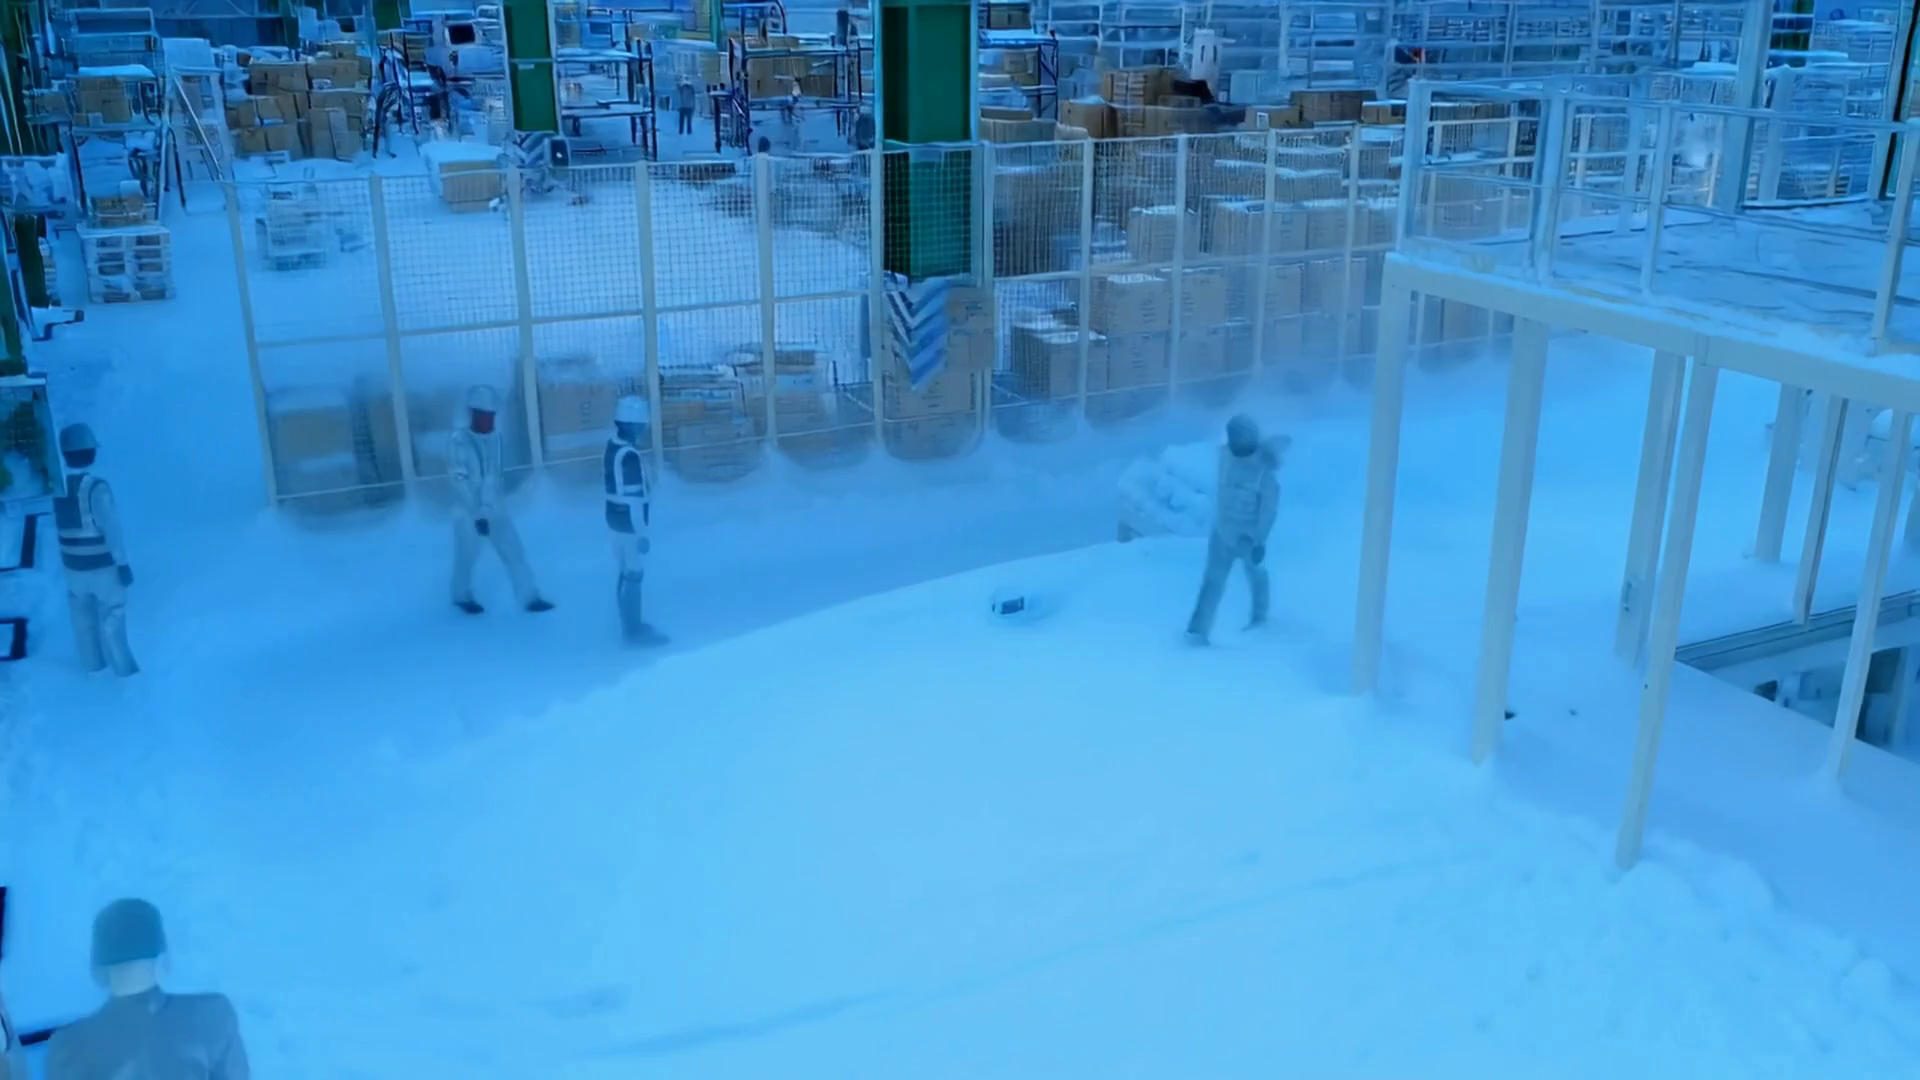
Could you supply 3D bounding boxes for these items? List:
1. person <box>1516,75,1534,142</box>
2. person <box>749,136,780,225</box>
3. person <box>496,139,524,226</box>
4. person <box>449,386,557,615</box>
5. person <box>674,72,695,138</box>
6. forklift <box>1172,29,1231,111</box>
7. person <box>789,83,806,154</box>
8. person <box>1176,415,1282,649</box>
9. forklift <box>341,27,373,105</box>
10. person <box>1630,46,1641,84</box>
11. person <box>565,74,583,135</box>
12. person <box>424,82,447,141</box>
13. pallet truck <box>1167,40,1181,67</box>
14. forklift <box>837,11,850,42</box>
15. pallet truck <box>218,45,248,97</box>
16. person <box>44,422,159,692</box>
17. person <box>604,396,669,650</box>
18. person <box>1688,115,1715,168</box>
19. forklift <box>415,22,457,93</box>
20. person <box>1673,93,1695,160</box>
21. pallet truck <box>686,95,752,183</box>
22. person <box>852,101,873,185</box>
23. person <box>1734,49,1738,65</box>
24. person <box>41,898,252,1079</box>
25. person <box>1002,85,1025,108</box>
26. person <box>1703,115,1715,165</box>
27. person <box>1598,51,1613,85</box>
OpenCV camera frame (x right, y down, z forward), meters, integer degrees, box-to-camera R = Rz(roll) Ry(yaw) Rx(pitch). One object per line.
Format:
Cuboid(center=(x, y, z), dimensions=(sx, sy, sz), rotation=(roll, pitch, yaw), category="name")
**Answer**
Cuboid(center=(16.556, -12.710, 48.998), dimensions=(0.569, 1.891, 0.948), rotation=(-9, 21, -24), category="person")
Cuboid(center=(-3.779, -6.897, 32.246), dimensions=(0.648, 1.831, 0.540), rotation=(-10, 22, -28), category="person")
Cuboid(center=(-8.941, -7.126, 33.113), dimensions=(0.530, 1.697, 0.322), rotation=(-7, 20, -20), category="person")
Cuboid(center=(-3.675, -0.277, 12.981), dimensions=(0.961, 1.880, 0.605), rotation=(10, 21, 26), category="person")
Cuboid(center=(-8.282, -13.086, 50.049), dimensions=(0.589, 1.924, 0.383), rotation=(4, 19, 11), category="person")
Cuboid(center=(8.533, -16.585, 58.748), dimensions=(1.873, 2.768, 1.129), rotation=(-9, 21, -25), category="forklift")
Cuboid(center=(-4.490, -11.590, 45.720), dimensions=(0.370, 1.916, 0.597), rotation=(9, 21, 24), category="person")
Cuboid(center=(2.052, -0.049, 12.451), dimensions=(0.945, 1.789, 0.654), rotation=(-17, 26, -41), category="person")
Cuboid(center=(-22.275, -17.346, 60.954), dimensions=(1.873, 2.768, 1.129), rotation=(-9, 21, -25), category="forklift")
Cuboid(center=(27.721, -19.378, 68.438), dimensions=(0.633, 1.834, 0.430), rotation=(-14, 24, -36), category="person")
Cuboid(center=(-11.853, -13.400, 51.131), dimensions=(0.502, 1.818, 0.897), rotation=(-3, 19, -10), category="person")
Cuboid(center=(-14.637, -11.818, 46.453), dimensions=(1.032, 1.882, 0.566), rotation=(17, 25, 40), category="person")
Cuboid(center=(9.045, -19.971, 69.895), dimensions=(0.823, 1.965, 1.885), rotation=(-3, 19, -8), category="pallet truck")
Cuboid(center=(-5.827, -25.026, 83.217), dimensions=(1.873, 2.768, 1.129), rotation=(-9, 21, -25), category="forklift")
Cuboid(center=(-28.879, -18.665, 66.111), dimensions=(0.823, 1.965, 1.885), rotation=(-3, 19, -9), category="pallet truck")
Cuboid(center=(-6.090, 0.126, 11.712), dimensions=(0.603, 1.949, 0.397), rotation=(8, 21, 23), category="person")
Cuboid(center=(-2.456, -0.135, 12.500), dimensions=(0.385, 1.928, 0.547), rotation=(-10, 22, -28), category="person")
Cuboid(center=(15.851, -8.062, 35.418), dimensions=(0.863, 1.960, 0.661), rotation=(5, 20, 14), category="person")
Cuboid(center=(-21.387, -19.546, 67.330), dimensions=(1.129, 2.768, 1.873), rotation=(13, 23, 33), category="forklift")
Cuboid(center=(17.598, -9.916, 40.683), dimensions=(0.699, 2.000, 0.981), rotation=(3, 19, 9), category="person")
Cuboid(center=(-5.836, -9.608, 39.856), dimensions=(0.823, 1.965, 1.885), rotation=(10, 22, 27), category="pallet truck")
Cuboid(center=(-2.306, -9.382, 39.313), dimensions=(0.431, 1.934, 0.644), rotation=(11, 22, 30), category="person")
Cuboid(center=(33.742, -20.614, 72.357), dimensions=(0.702, 1.608, 0.494), rotation=(-3, 19, -9), category="person")
Cuboid(center=(-2.797, 2.137, 5.838), dimensions=(0.662, 1.969, 0.674), rotation=(-10, 21, -27), category="person")
Cuboid(center=(1.417, -11.207, 44.583), dimensions=(0.628, 1.936, 0.375), rotation=(-4, 19, -11), category="person")
Cuboid(center=(16.726, -8.629, 37.243), dimensions=(0.535, 1.851, 0.538), rotation=(6, 20, 16), category="person")
Cuboid(center=(26.365, -19.097, 67.854), dimensions=(0.568, 1.666, 0.759), rotation=(15, 24, 37), category="person")
